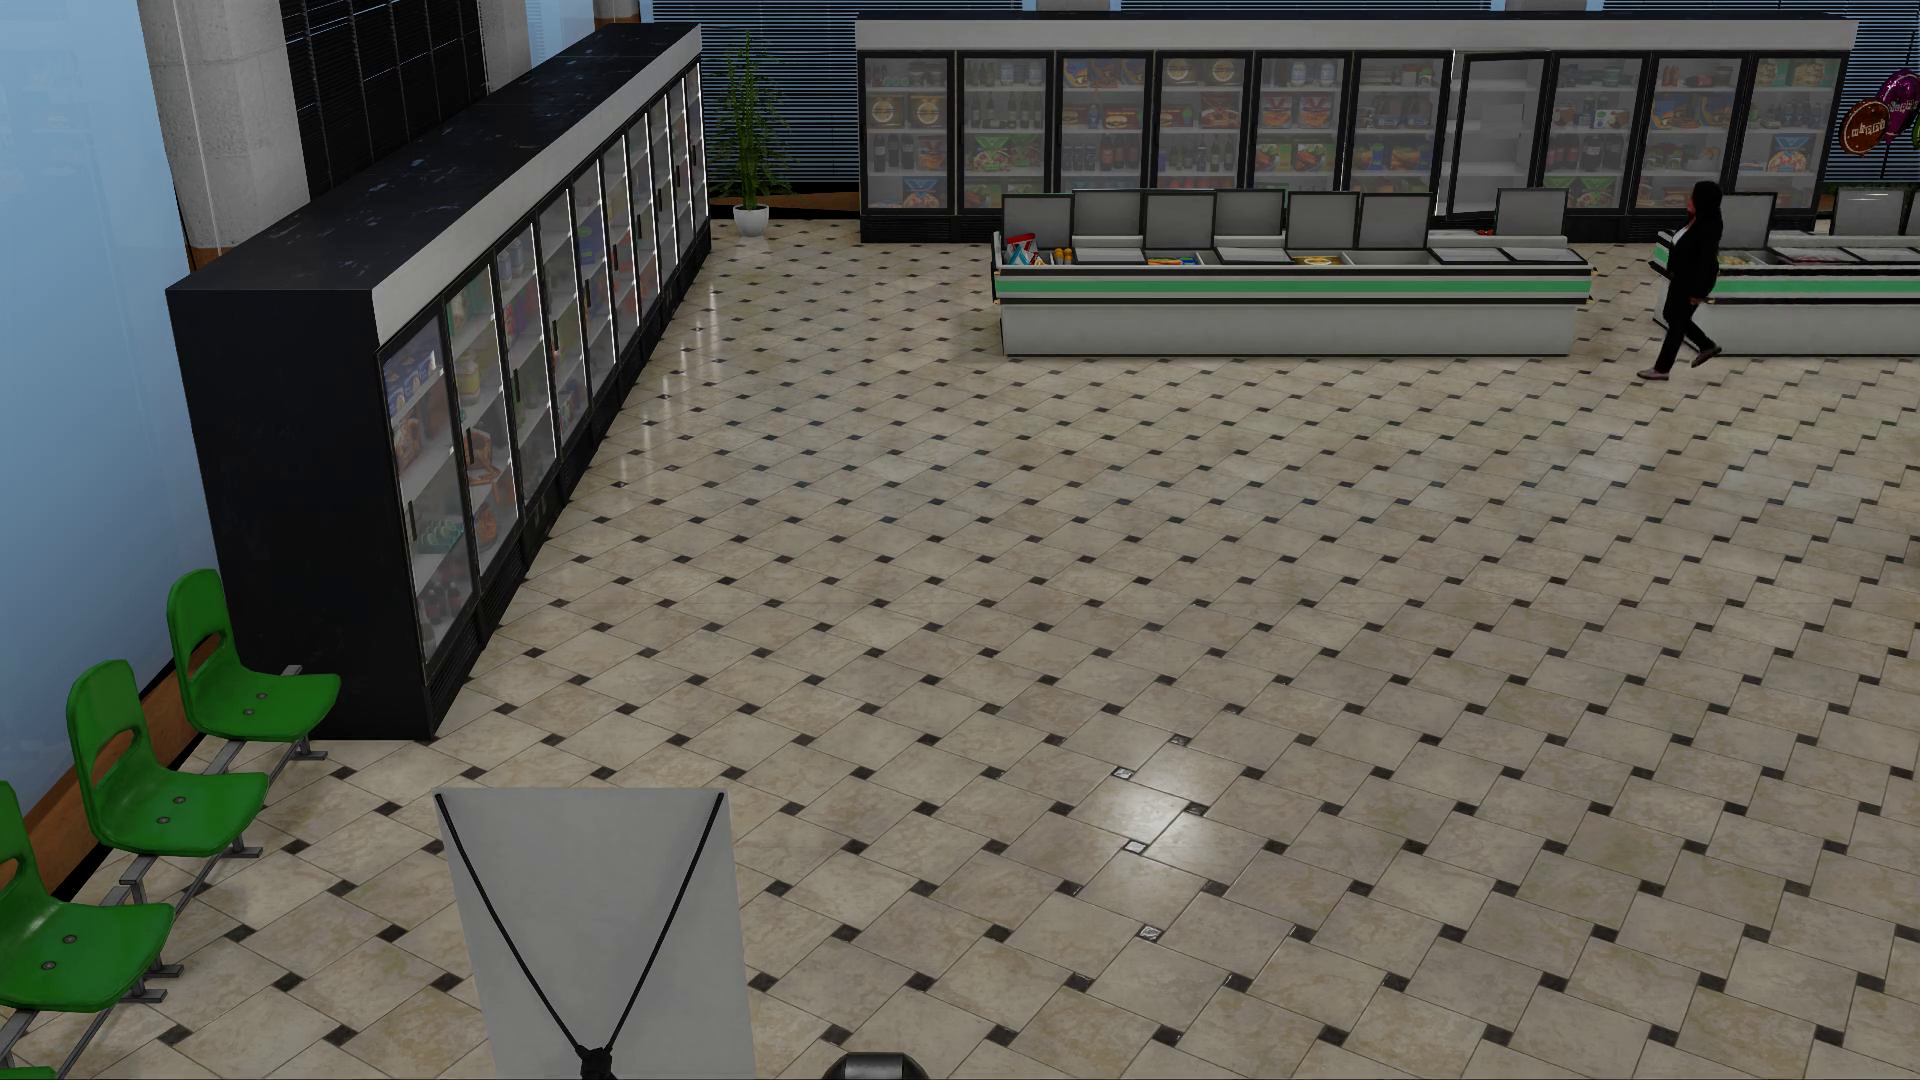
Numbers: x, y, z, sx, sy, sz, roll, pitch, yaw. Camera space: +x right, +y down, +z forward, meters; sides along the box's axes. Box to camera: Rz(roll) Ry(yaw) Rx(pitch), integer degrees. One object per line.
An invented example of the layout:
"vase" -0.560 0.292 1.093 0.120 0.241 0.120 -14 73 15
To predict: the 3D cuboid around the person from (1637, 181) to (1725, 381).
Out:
"person" 5.877 -2.044 13.238 0.917 1.601 0.686 1 24 3
